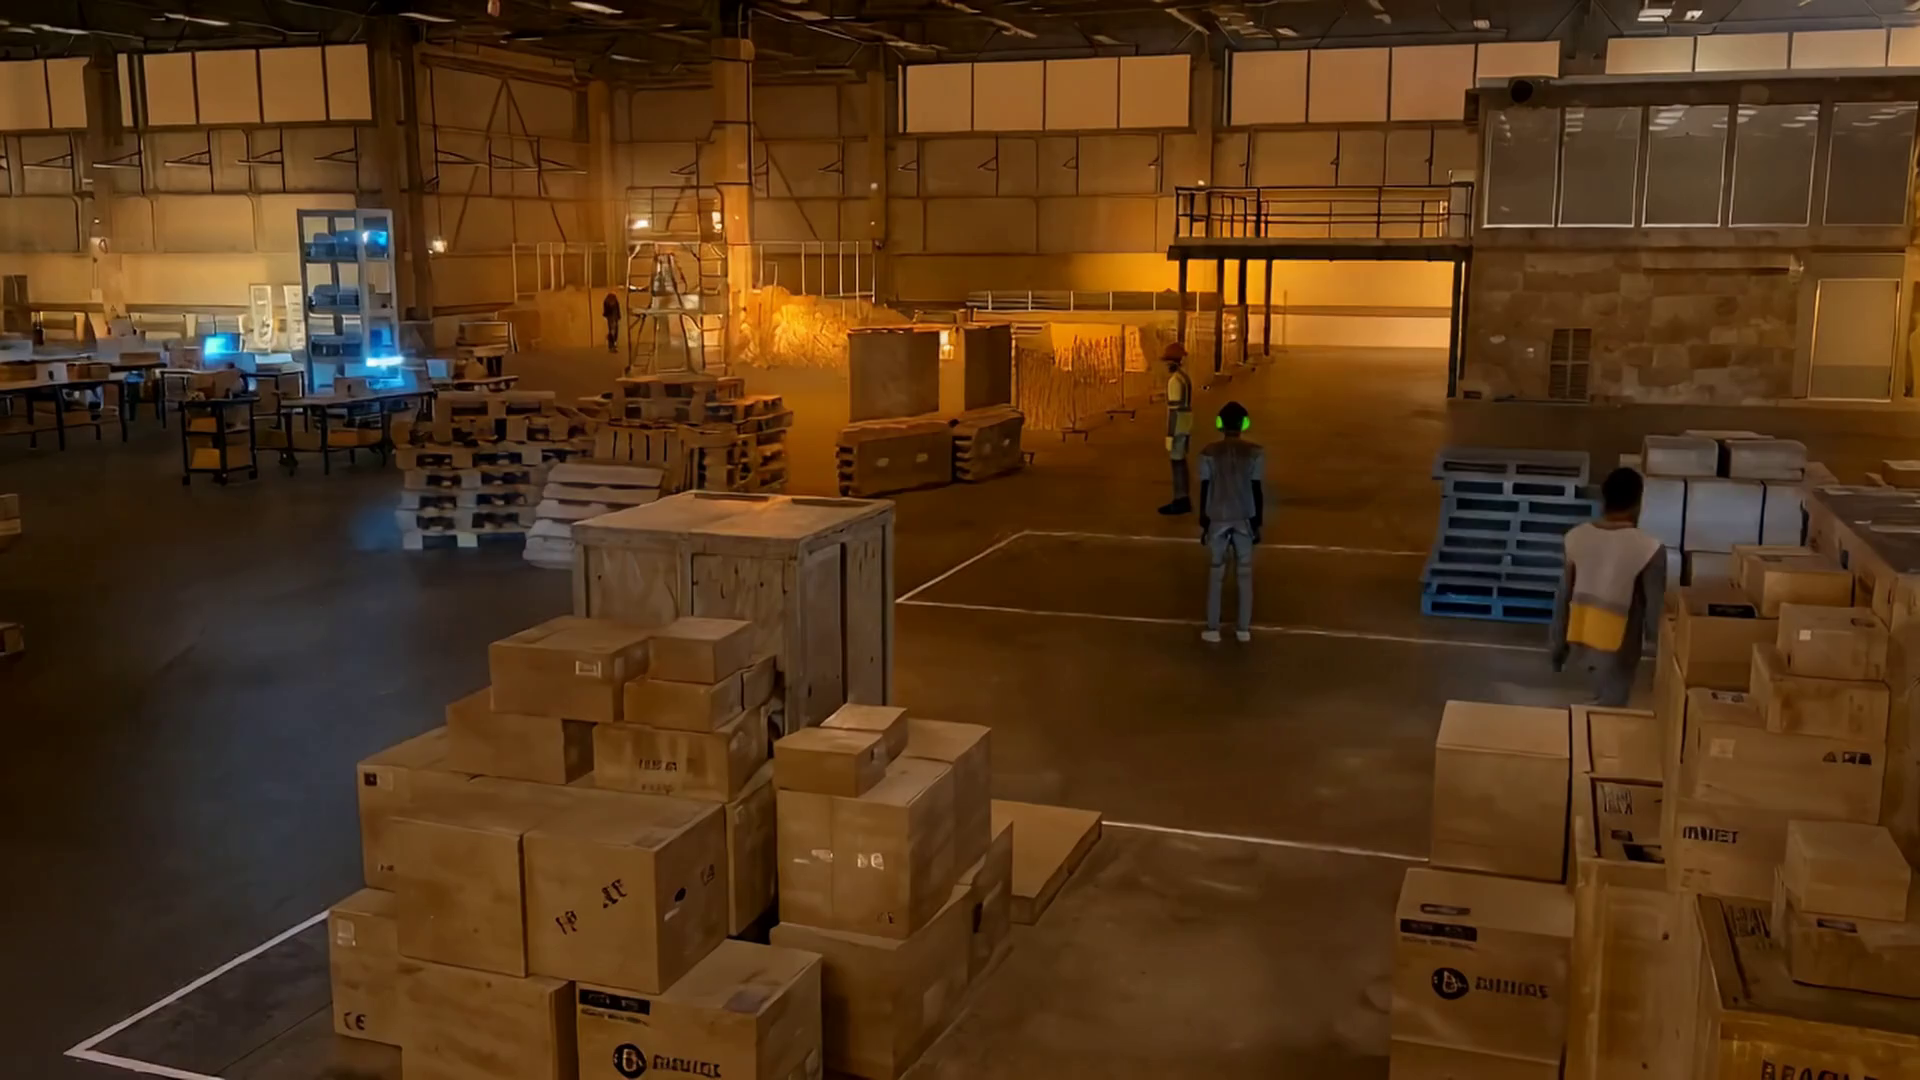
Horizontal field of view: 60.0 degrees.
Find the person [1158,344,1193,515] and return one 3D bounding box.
[{"bbox_3d":[2.431,-1.244,18.782,0.388,1.930,0.540,4,11,21],"label":"person"}]

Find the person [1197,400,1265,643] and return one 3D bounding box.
[{"bbox_3d":[2.072,-0.135,12.729,0.503,1.862,0.329,1,10,4],"label":"person"}]

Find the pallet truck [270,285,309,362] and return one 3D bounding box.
[{"bbox_3d":[-17.147,-5.700,43.663,0.823,1.965,1.885,3,11,17],"label":"pallet truck"}]

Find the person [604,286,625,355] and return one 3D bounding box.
[{"bbox_3d":[-9.544,-6.052,45.903,0.410,1.909,0.642,-9,13,-41],"label":"person"}]

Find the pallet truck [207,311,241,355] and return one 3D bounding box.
[{"bbox_3d":[-19.537,-5.575,44.913,0.653,1.274,1.630,3,11,19],"label":"pallet truck"}]

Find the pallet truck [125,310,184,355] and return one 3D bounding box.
[{"bbox_3d":[-22.038,-5.665,45.457,0.704,1.261,1.522,3,11,17],"label":"pallet truck"}]

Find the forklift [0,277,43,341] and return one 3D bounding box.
[{"bbox_3d":[-27.151,-6.329,46.328,1.157,1.987,2.680,3,11,17],"label":"forklift"}]

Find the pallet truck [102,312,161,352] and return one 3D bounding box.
[{"bbox_3d":[-23.057,-5.777,46.261,0.680,1.201,1.601,3,11,19],"label":"pallet truck"}]

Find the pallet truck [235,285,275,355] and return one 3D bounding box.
[{"bbox_3d":[-18.327,-5.835,44.421,0.823,1.965,1.885,4,11,23],"label":"pallet truck"}]

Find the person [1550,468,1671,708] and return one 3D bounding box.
[{"bbox_3d":[3.494,0.554,8.791,0.958,1.873,0.594,-5,11,-28],"label":"person"}]
